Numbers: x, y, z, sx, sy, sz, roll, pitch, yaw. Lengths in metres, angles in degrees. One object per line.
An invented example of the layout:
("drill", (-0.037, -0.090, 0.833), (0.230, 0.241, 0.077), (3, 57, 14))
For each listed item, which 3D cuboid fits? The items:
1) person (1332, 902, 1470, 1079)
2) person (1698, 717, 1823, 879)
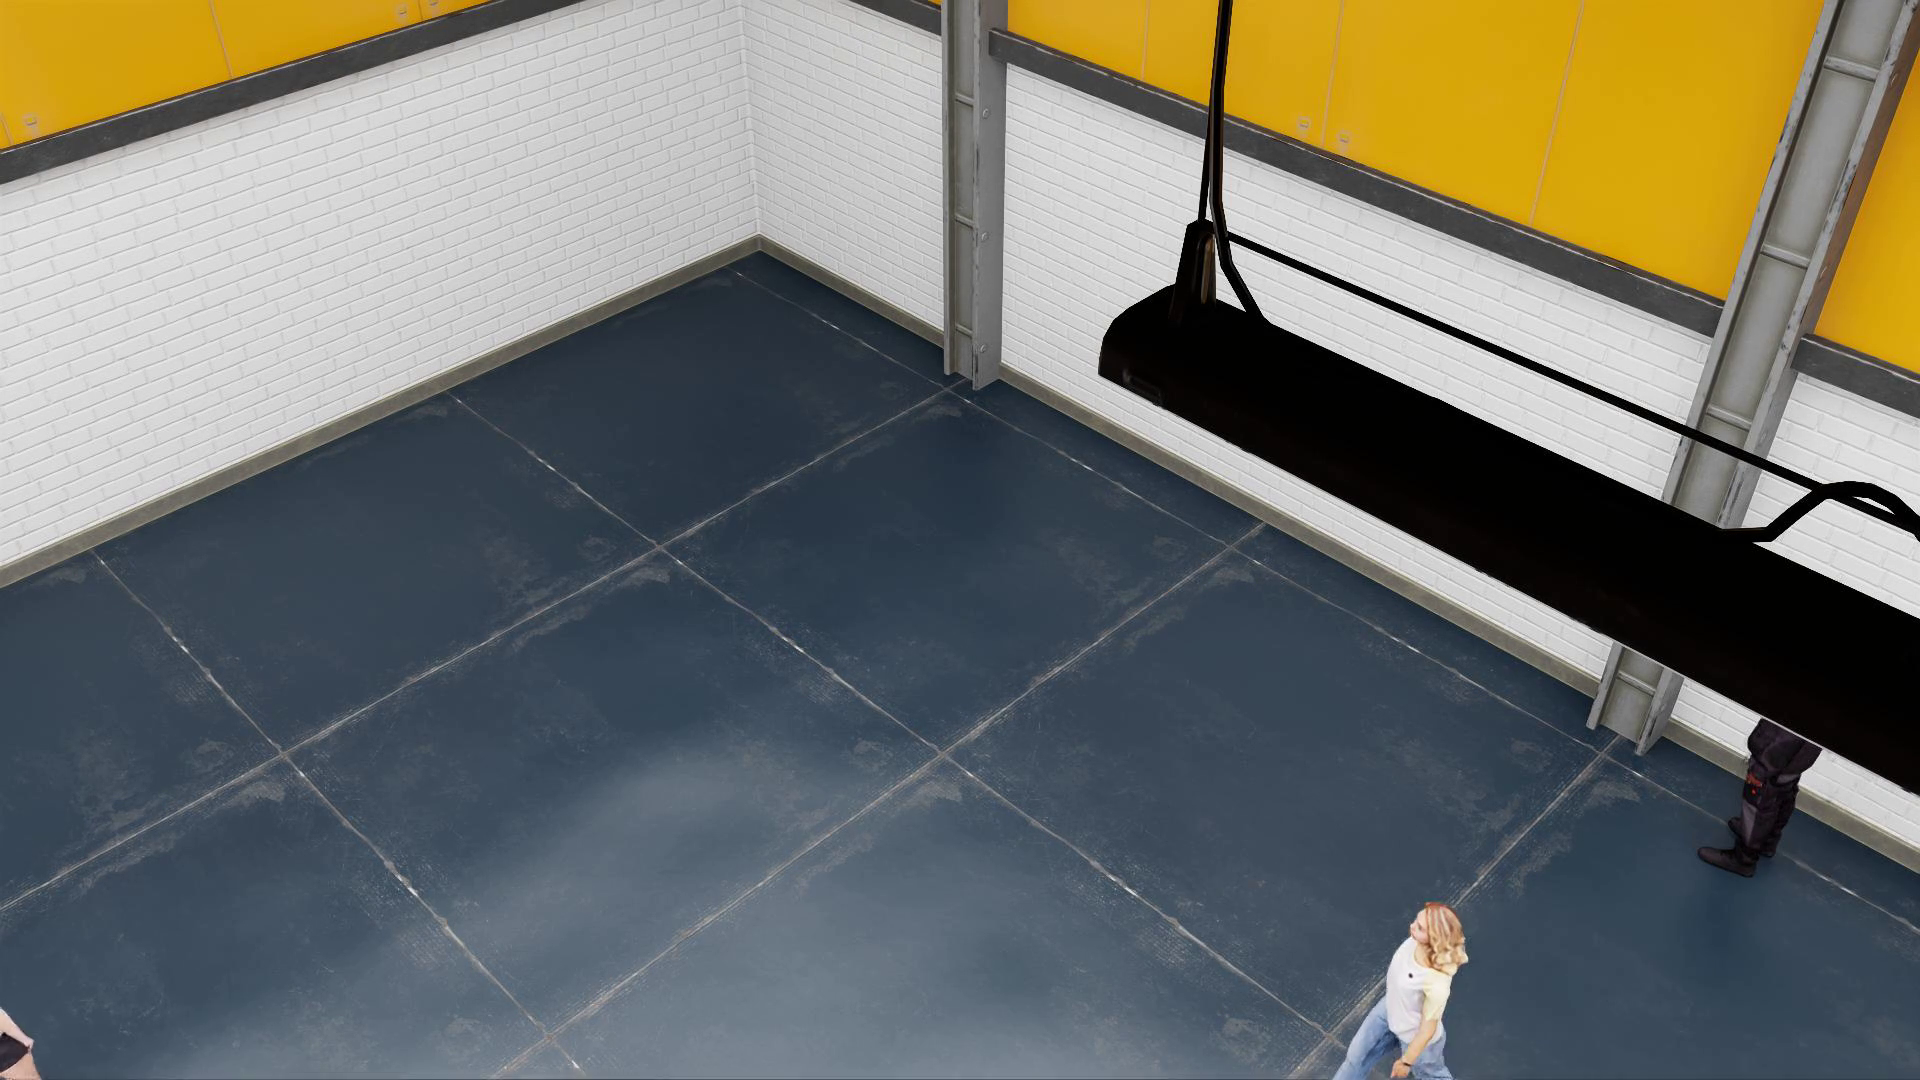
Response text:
("person", (2.289, 2.383, 8.093), (1.171, 1.670, 1.104), (0, 39, 0))
("person", (4.713, 1.199, 9.452), (0.704, 1.824, 0.602), (-29, 47, -31))
